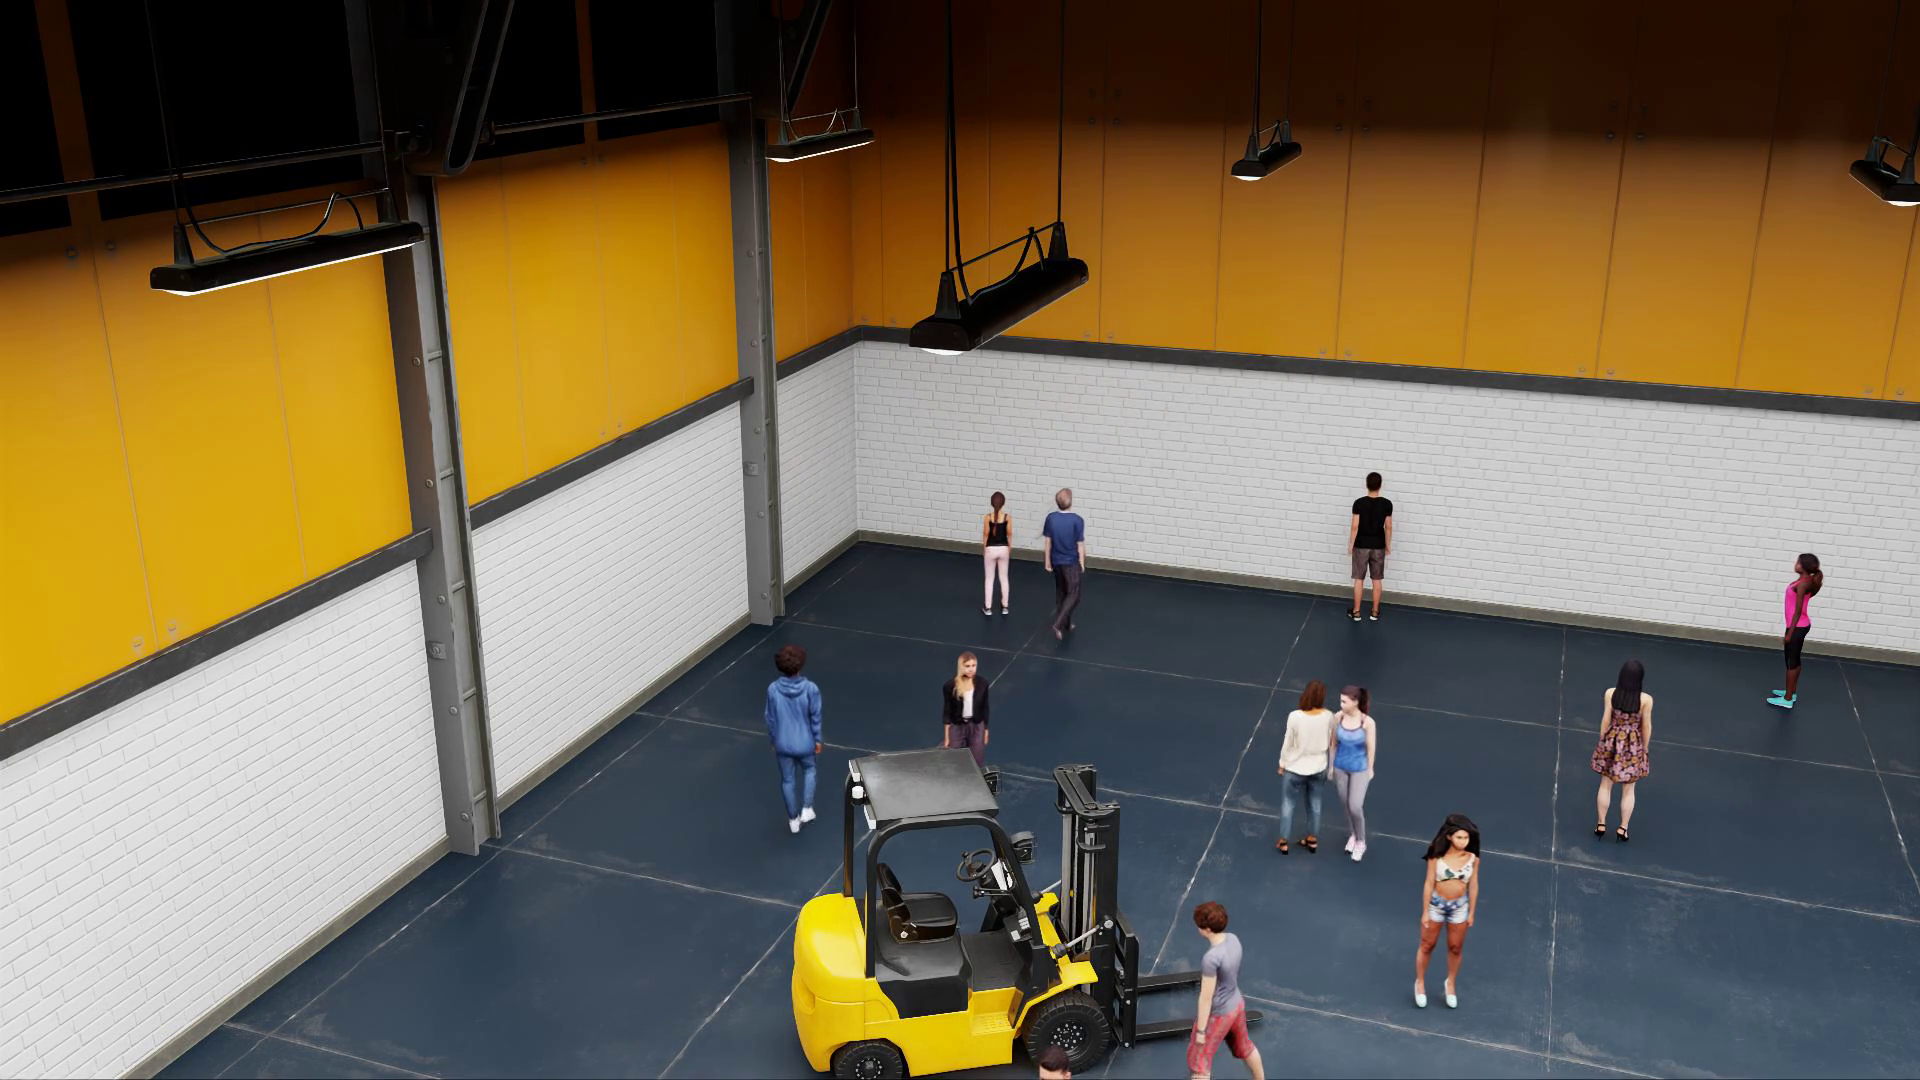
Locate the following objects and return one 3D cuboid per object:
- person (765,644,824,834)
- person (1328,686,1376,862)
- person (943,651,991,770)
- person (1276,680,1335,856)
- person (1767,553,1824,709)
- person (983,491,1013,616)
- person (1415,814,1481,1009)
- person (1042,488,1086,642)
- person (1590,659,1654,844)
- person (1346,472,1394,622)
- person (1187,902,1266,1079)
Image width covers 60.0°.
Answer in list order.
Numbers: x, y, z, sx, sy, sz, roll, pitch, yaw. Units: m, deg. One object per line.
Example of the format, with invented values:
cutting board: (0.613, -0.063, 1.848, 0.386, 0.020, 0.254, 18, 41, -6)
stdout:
person: (-1.514, 1.844, 15.125, 0.772, 1.796, 0.746, 1, 19, 2)
person: (3.532, 2.035, 14.883, 0.702, 1.588, 0.737, 14, 23, 36)
person: (0.050, 1.806, 15.439, 0.672, 1.668, 0.680, -3, 19, -9)
person: (3.115, 2.029, 14.770, 0.734, 1.672, 0.751, -5, 19, -15)
person: (9.005, 0.955, 17.881, 0.679, 1.722, 0.576, 14, 23, 36)
person: (0.457, 0.157, 20.499, 0.584, 1.562, 0.617, -3, 19, -8)
person: (3.679, 2.797, 12.570, 0.631, 1.621, 0.647, 1, 19, 3)
person: (1.222, 0.316, 19.571, 0.771, 1.854, 1.026, 10, 21, 27)
person: (5.975, 1.897, 15.000, 0.688, 1.774, 0.693, 9, 21, 25)
person: (4.993, 0.076, 20.277, 0.749, 1.858, 0.697, 1, 19, 2)
person: (1.750, 3.228, 11.289, 1.026, 1.621, 0.846, 15, 23, 37)
